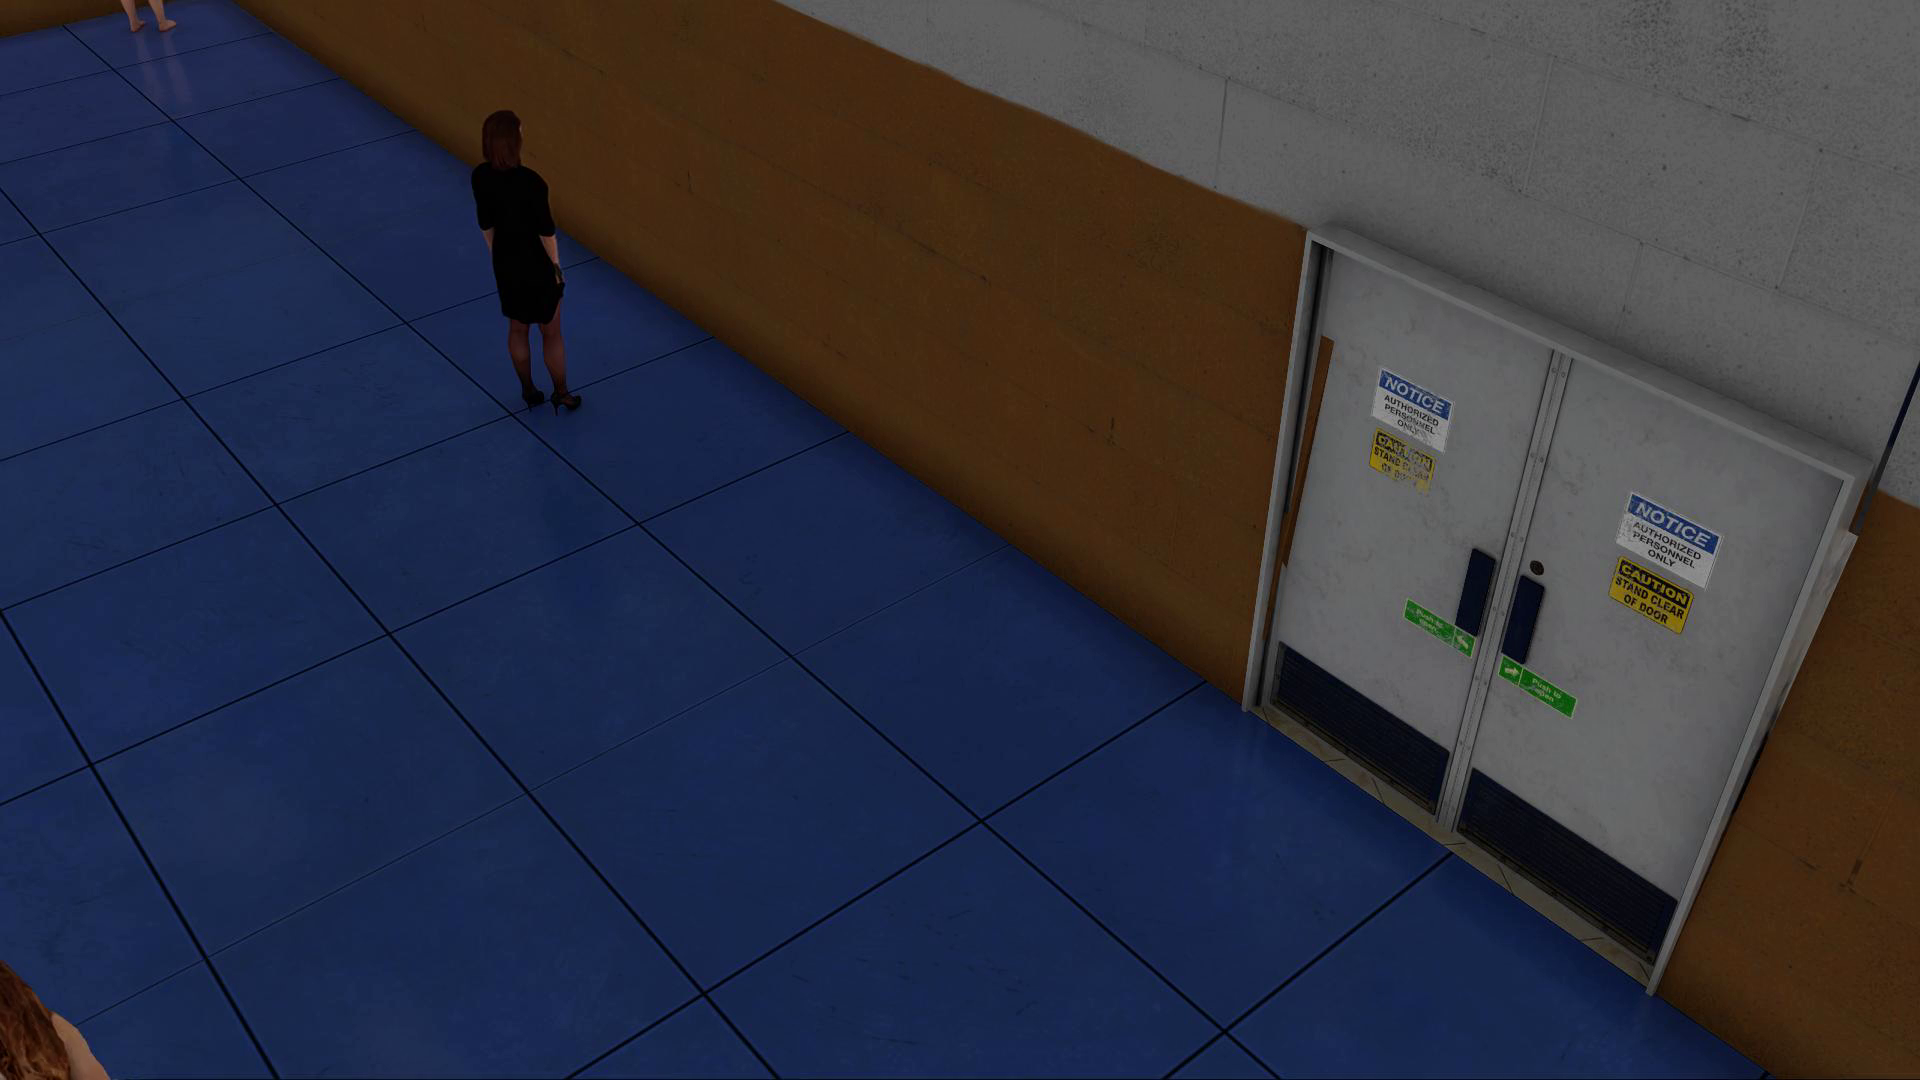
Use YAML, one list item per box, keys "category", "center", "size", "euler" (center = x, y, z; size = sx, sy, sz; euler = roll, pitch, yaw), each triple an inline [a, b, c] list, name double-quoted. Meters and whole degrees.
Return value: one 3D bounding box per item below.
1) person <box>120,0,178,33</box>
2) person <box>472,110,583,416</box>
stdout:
- category: "person"
  center: [-6.816, -4.964, 13.512]
  size: [0.643, 1.650, 0.726]
  euler: [-1, 37, -1]
- category: "person"
  center: [-2.287, -1.434, 8.750]
  size: [0.660, 1.705, 0.664]
  euler: [12, 39, 16]
